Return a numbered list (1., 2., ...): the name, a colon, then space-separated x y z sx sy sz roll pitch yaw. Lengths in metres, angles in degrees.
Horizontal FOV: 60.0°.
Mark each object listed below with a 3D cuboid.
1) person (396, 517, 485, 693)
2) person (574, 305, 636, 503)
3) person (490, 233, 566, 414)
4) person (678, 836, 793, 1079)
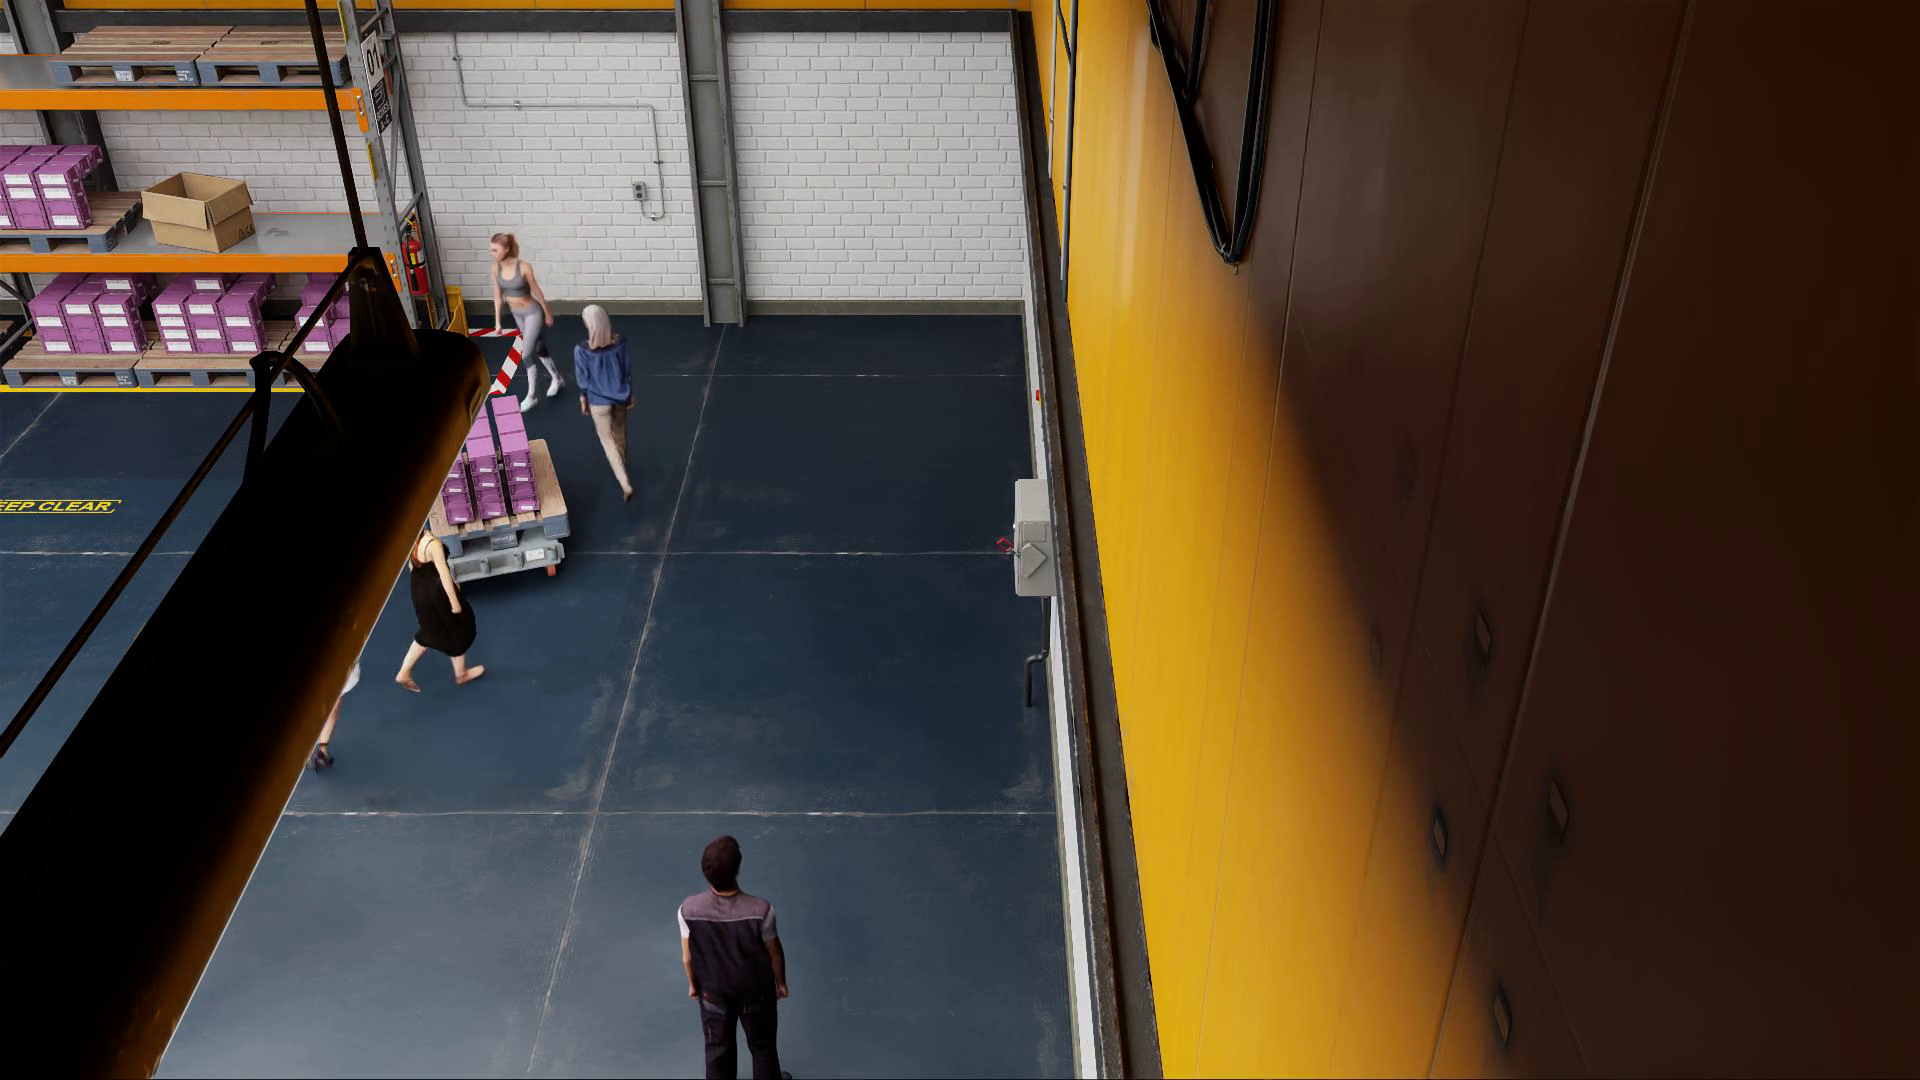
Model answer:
1. person: -3.647 0.408 11.318 0.894 1.606 0.920 24 41 32
2. person: -2.834 -1.084 13.506 1.101 1.669 1.025 -16 37 -23
3. person: -3.810 -2.002 14.905 0.940 1.651 0.873 10 35 14
4. person: -1.129 2.229 8.361 0.504 1.848 0.717 1 34 1
